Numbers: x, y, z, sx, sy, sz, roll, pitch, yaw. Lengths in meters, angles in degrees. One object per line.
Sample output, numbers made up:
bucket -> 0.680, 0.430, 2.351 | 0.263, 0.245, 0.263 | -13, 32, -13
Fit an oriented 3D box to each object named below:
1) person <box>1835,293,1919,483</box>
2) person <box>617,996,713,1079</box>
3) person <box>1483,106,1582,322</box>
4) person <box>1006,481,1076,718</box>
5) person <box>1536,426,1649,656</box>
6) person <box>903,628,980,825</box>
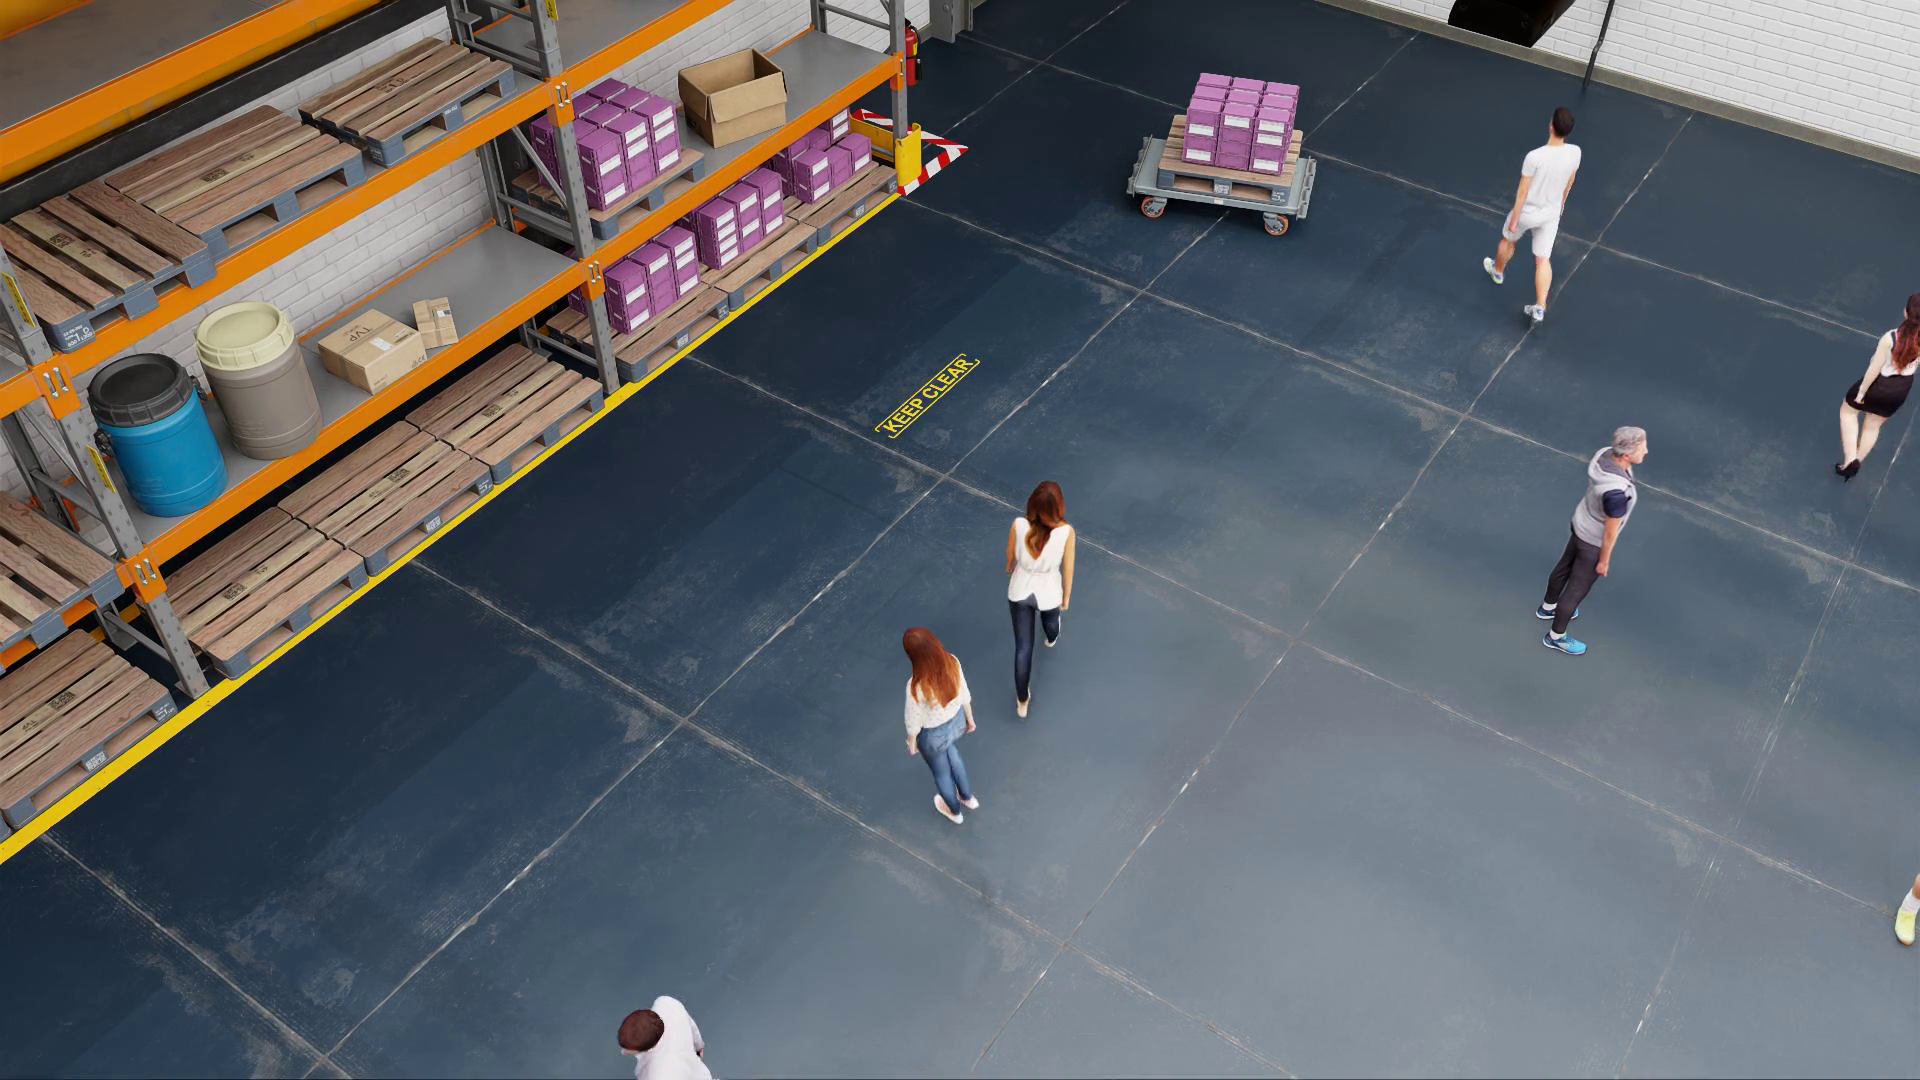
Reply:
person -> 6.828, -1.047, 12.240 | 0.707, 1.639, 0.764 | -2, 44, -2
person -> -1.325, 2.714, 8.168 | 1.015, 1.810, 0.915 | 9, 44, 9
person -> 4.839, -2.671, 13.820 | 1.235, 1.811, 1.300 | -7, 44, -7
person -> 0.468, 0.415, 10.632 | 0.944, 1.738, 1.203 | 6, 44, 6
person -> 4.195, -0.039, 11.046 | 0.835, 1.826, 0.692 | 4, 44, 4
person -> -0.067, 1.173, 9.863 | 0.596, 1.702, 0.730 | -26, 50, -25
